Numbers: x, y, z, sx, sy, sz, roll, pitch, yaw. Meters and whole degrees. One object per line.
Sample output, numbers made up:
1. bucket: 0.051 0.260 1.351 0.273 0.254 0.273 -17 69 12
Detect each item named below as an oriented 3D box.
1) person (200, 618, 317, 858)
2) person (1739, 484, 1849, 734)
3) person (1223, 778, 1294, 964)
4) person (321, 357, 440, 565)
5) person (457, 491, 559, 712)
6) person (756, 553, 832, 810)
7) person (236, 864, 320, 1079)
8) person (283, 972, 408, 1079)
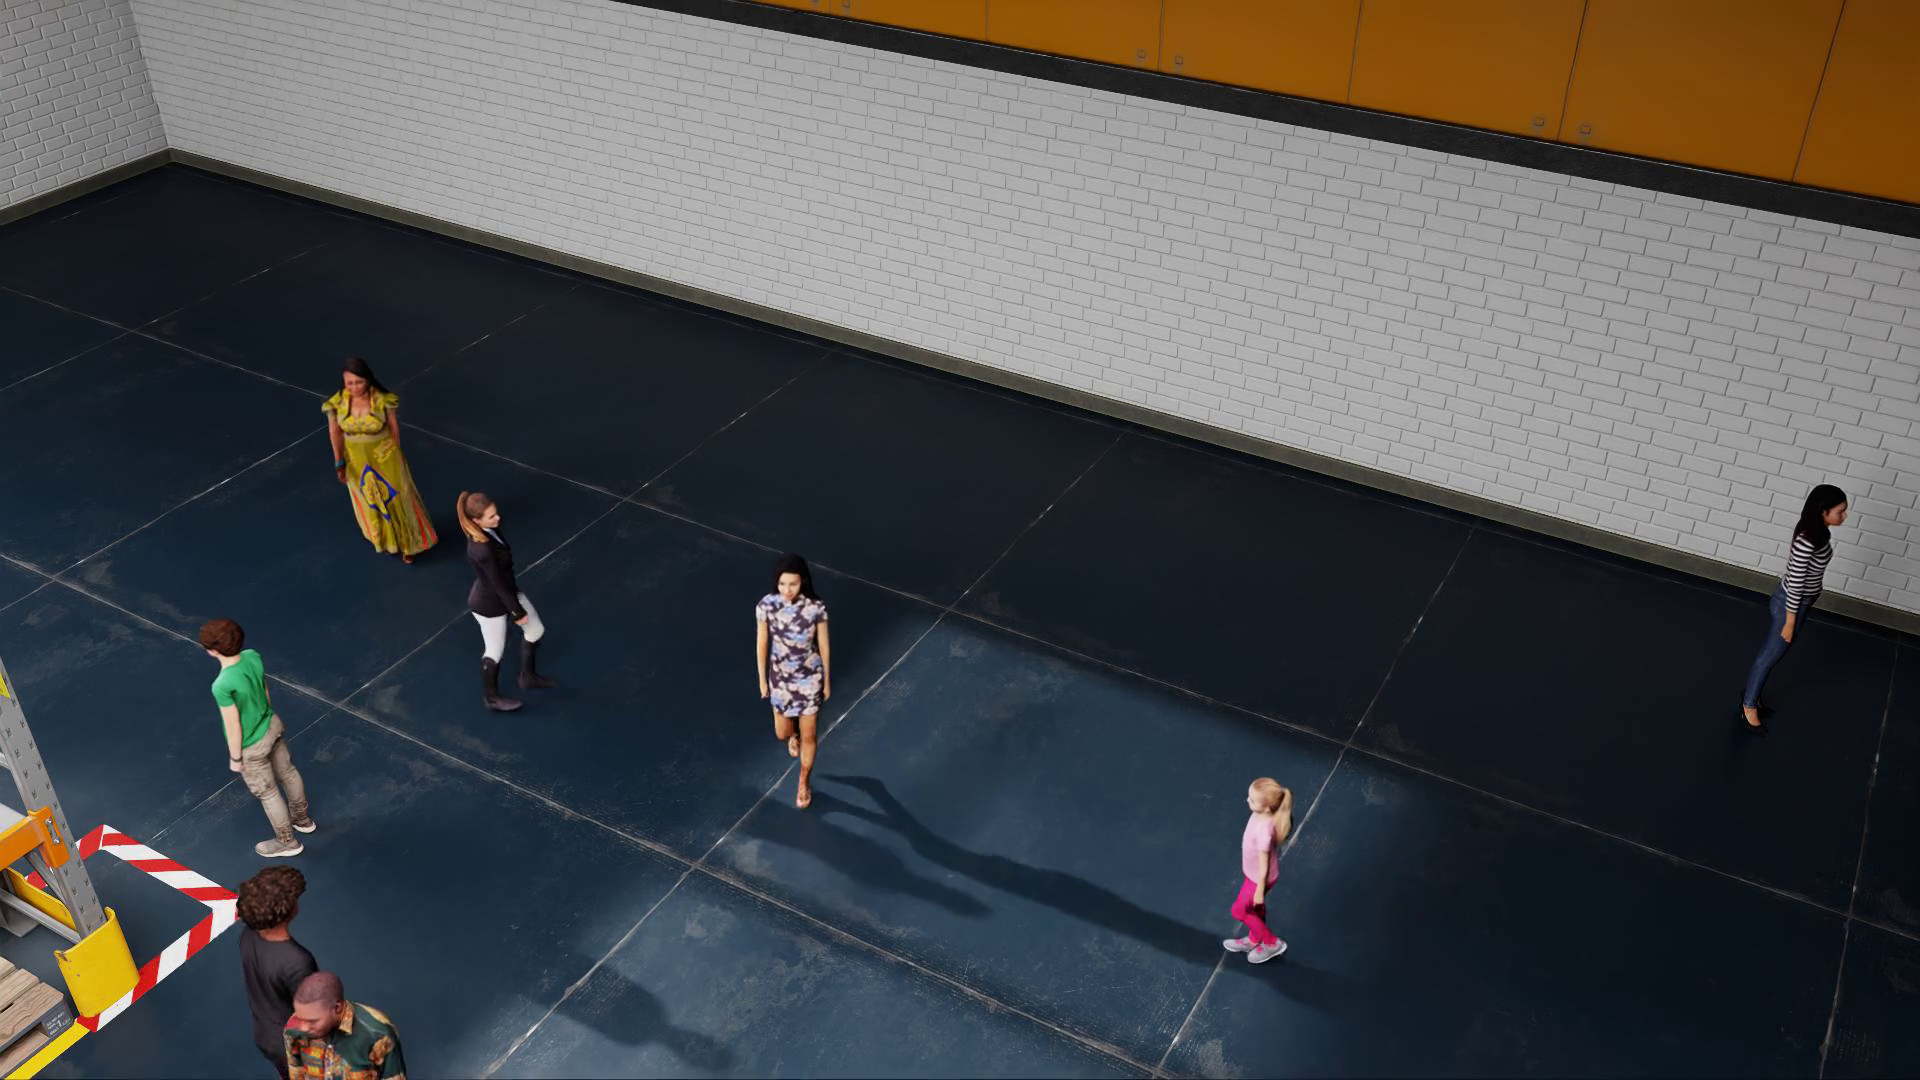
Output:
1. person: -4.054 1.133 9.616 0.712 1.650 0.576 6 34 10
2. person: 5.266 0.427 10.547 0.647 1.797 0.429 21 39 28
3. person: 1.676 1.789 8.976 0.639 1.267 0.577 7 34 11
4. person: -4.343 -0.636 12.285 0.975 1.643 1.029 -7 34 -10
5. person: -3.043 0.440 10.603 0.817 1.712 0.769 -4 34 -5
6. person: -0.969 0.792 10.065 0.822 1.721 0.942 0 34 -1
7. person: -3.158 2.310 7.744 0.598 1.764 0.630 17 37 24
8. person: -2.622 2.515 7.408 0.876 1.793 1.030 5 34 7
